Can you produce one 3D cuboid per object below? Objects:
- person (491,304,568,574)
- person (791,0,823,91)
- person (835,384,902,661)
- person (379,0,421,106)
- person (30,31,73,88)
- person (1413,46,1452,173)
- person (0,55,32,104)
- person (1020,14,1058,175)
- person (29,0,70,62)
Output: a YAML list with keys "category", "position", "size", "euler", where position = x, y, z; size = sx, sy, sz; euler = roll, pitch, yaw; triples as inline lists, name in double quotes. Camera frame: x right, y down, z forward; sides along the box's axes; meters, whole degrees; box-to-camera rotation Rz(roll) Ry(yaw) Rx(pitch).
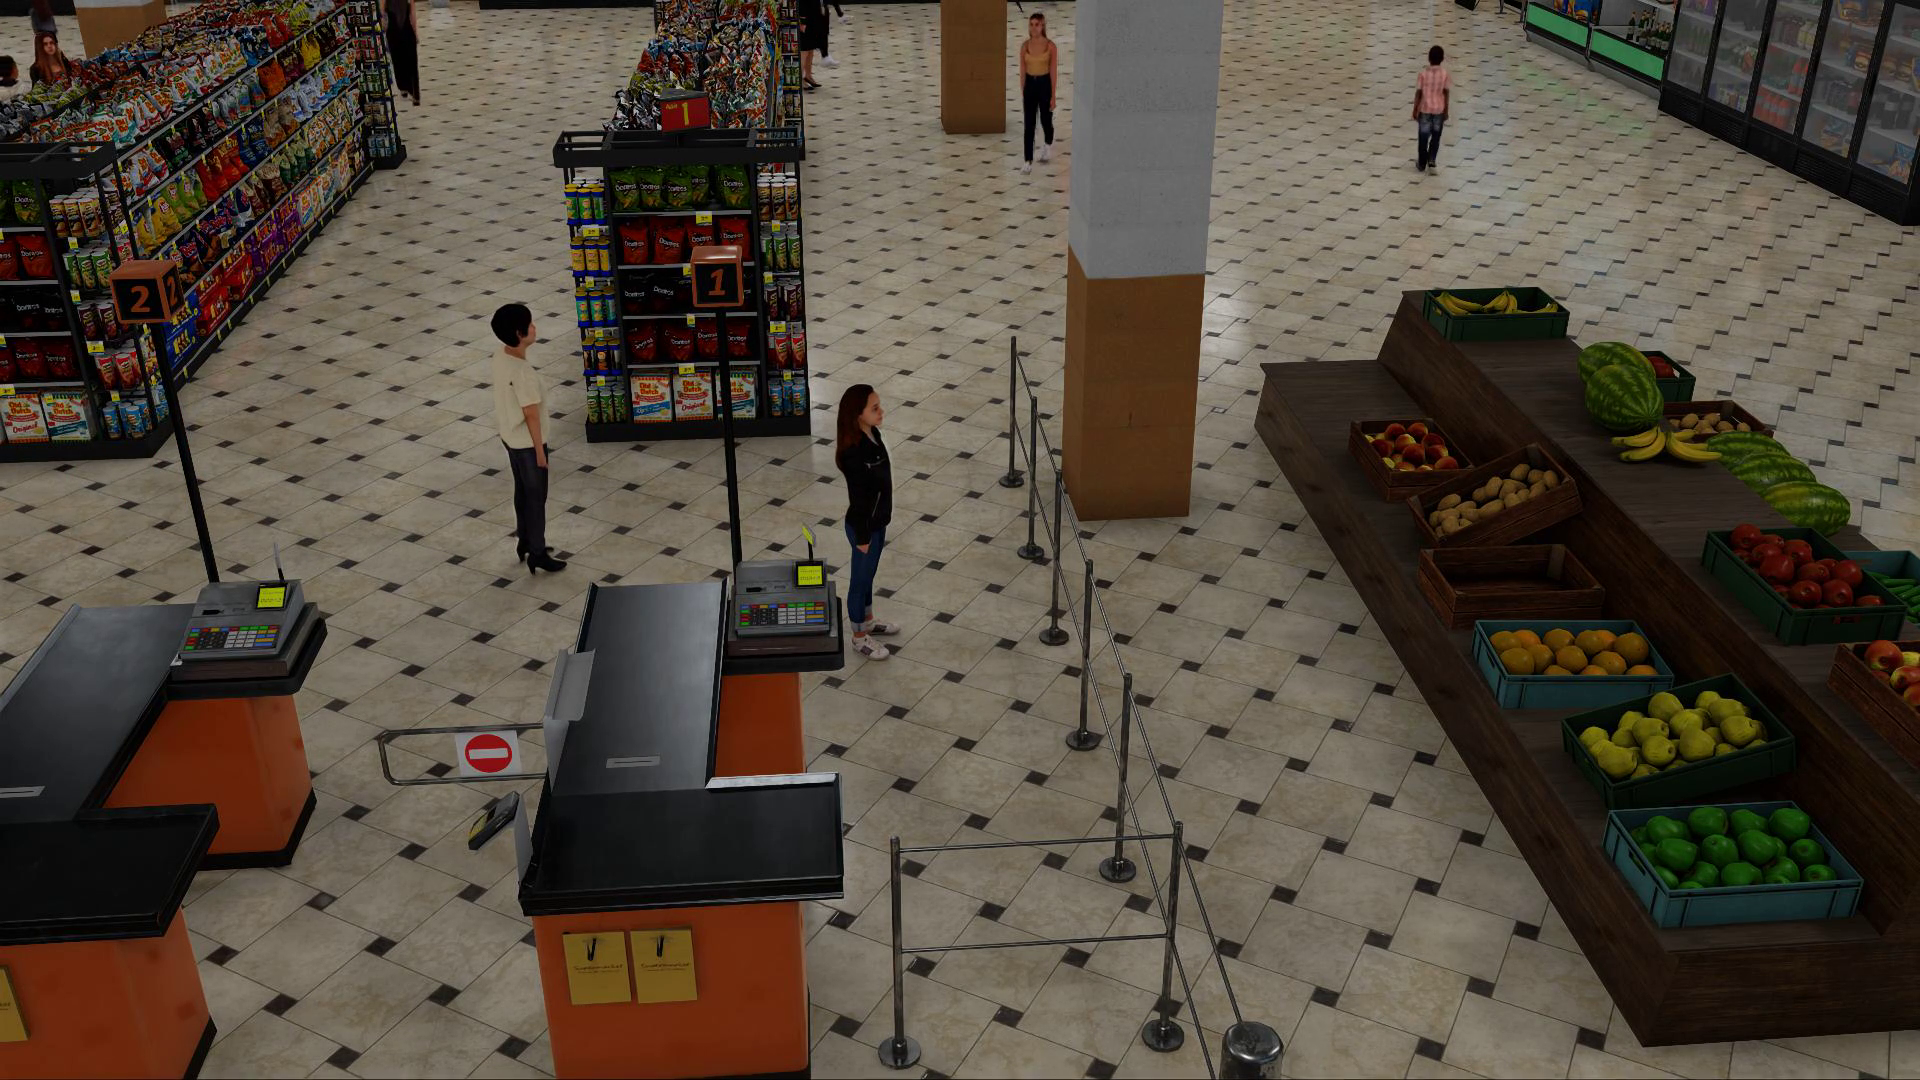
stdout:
- category: "person"
  position: [-2.462, -0.570, 9.408]
  size: [0.708, 1.584, 0.586]
  euler: [-18, 32, -31]
- category: "person"
  position: [-1.966, -6.602, 21.205]
  size: [0.836, 1.671, 0.704]
  euler: [8, 28, 15]
- category: "person"
  position: [-0.491, -0.114, 8.620]
  size: [0.669, 1.484, 0.529]
  euler: [4, 27, 9]
- category: "person"
  position: [-6.902, -6.179, 20.490]
  size: [0.812, 1.564, 1.084]
  euler: [-12, 29, -23]
- category: "person"
  position: [-8.742, -4.098, 16.233]
  size: [0.740, 1.703, 0.677]
  euler: [20, 33, 34]
- category: "person"
  position: [4.975, -4.525, 17.520]
  size: [0.553, 1.300, 0.532]
  euler: [3, 27, 5]
- category: "person"
  position: [-9.219, -3.968, 16.268]
  size: [0.647, 1.440, 0.767]
  euler: [2, 27, 4]
- category: "person"
  position: [0.865, -4.726, 17.596]
  size: [0.843, 1.590, 1.186]
  euler: [7, 28, 13]
- category: "person"
  position: [-12.214, -6.811, 22.256]
  size: [0.715, 1.094, 0.688]
  euler: [13, 30, 24]
